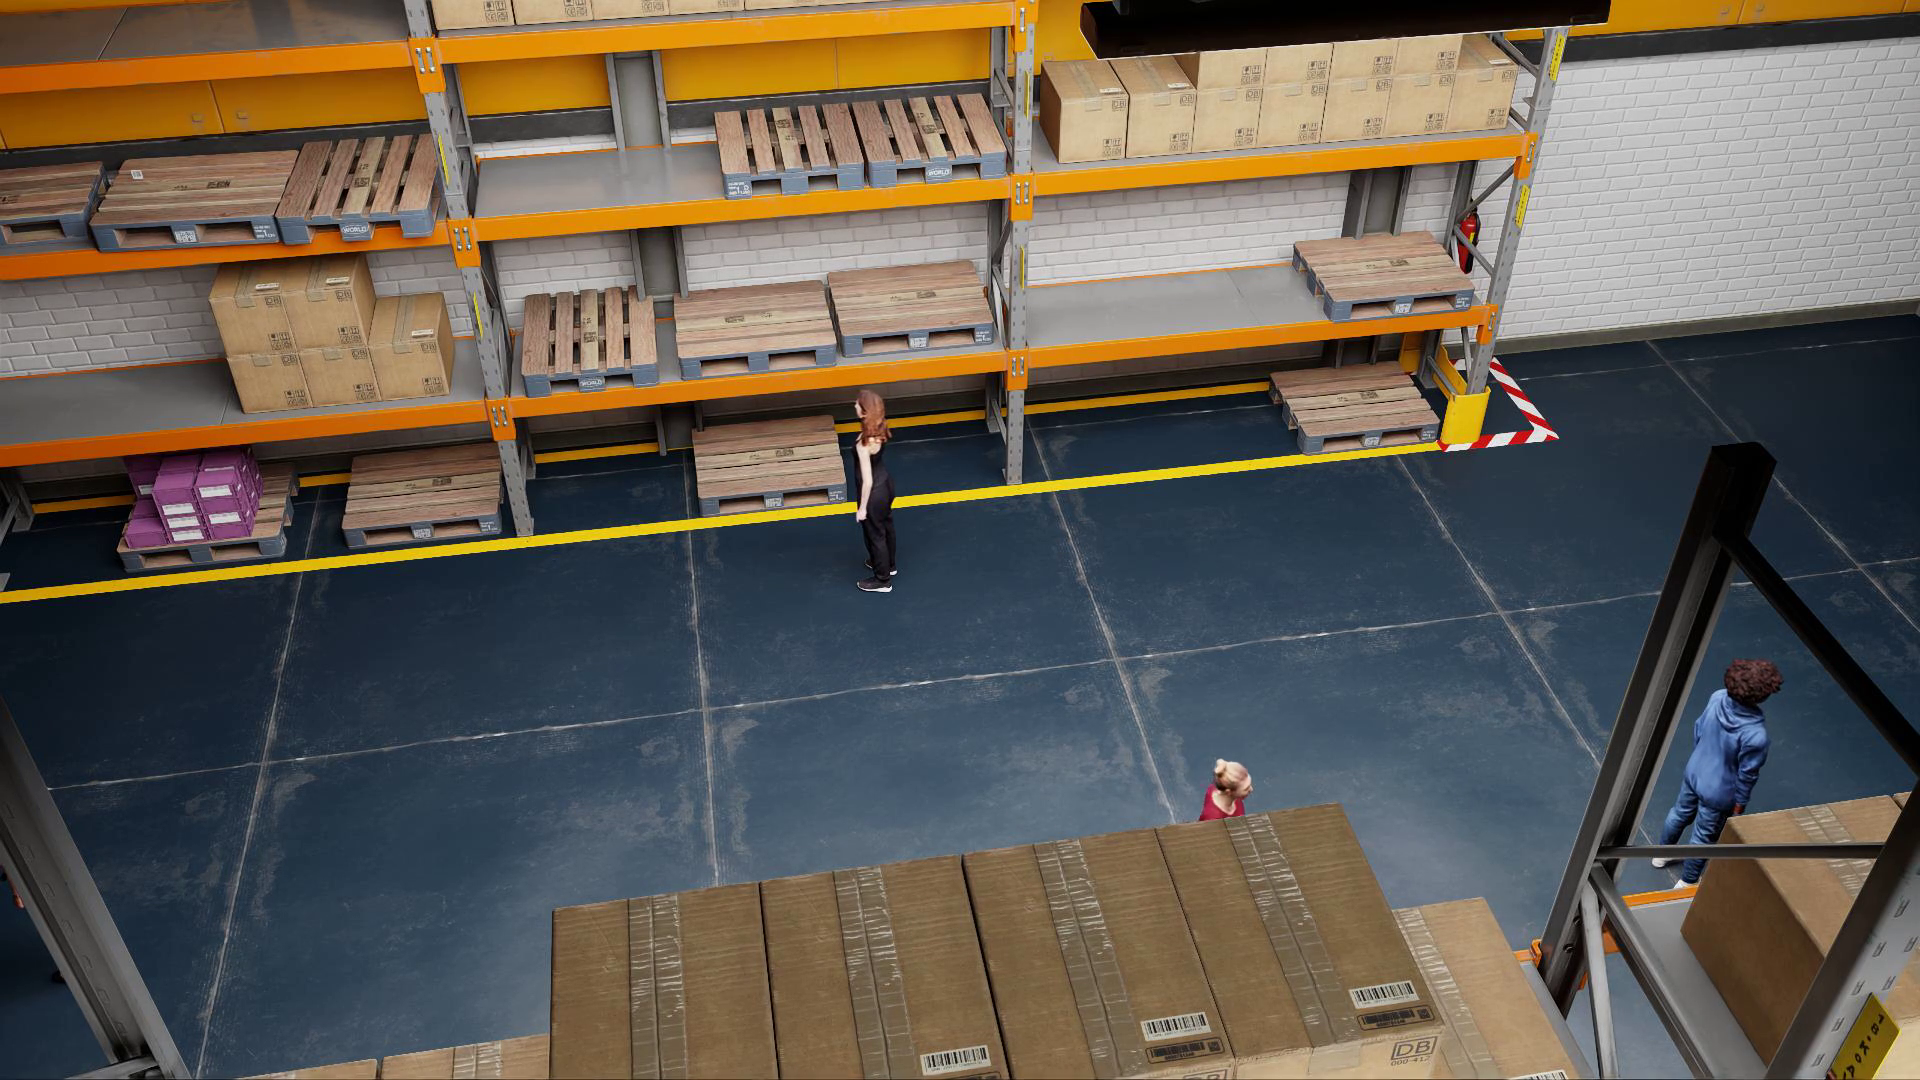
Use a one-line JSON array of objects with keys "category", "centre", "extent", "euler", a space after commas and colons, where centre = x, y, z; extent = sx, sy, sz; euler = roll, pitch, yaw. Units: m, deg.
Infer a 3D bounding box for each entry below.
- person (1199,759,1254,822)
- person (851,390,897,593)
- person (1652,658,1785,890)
[{"category": "person", "centre": [1.403, 1.855, 9.608], "extent": [0.936, 1.685, 0.843], "euler": [10, 40, 12]}, {"category": "person", "centre": [-0.627, -0.367, 12.342], "extent": [0.642, 1.746, 0.648], "euler": [9, 40, 11]}, {"category": "person", "centre": [4.575, 1.425, 10.046], "extent": [0.570, 1.811, 0.675], "euler": [-8, 39, -10]}]
